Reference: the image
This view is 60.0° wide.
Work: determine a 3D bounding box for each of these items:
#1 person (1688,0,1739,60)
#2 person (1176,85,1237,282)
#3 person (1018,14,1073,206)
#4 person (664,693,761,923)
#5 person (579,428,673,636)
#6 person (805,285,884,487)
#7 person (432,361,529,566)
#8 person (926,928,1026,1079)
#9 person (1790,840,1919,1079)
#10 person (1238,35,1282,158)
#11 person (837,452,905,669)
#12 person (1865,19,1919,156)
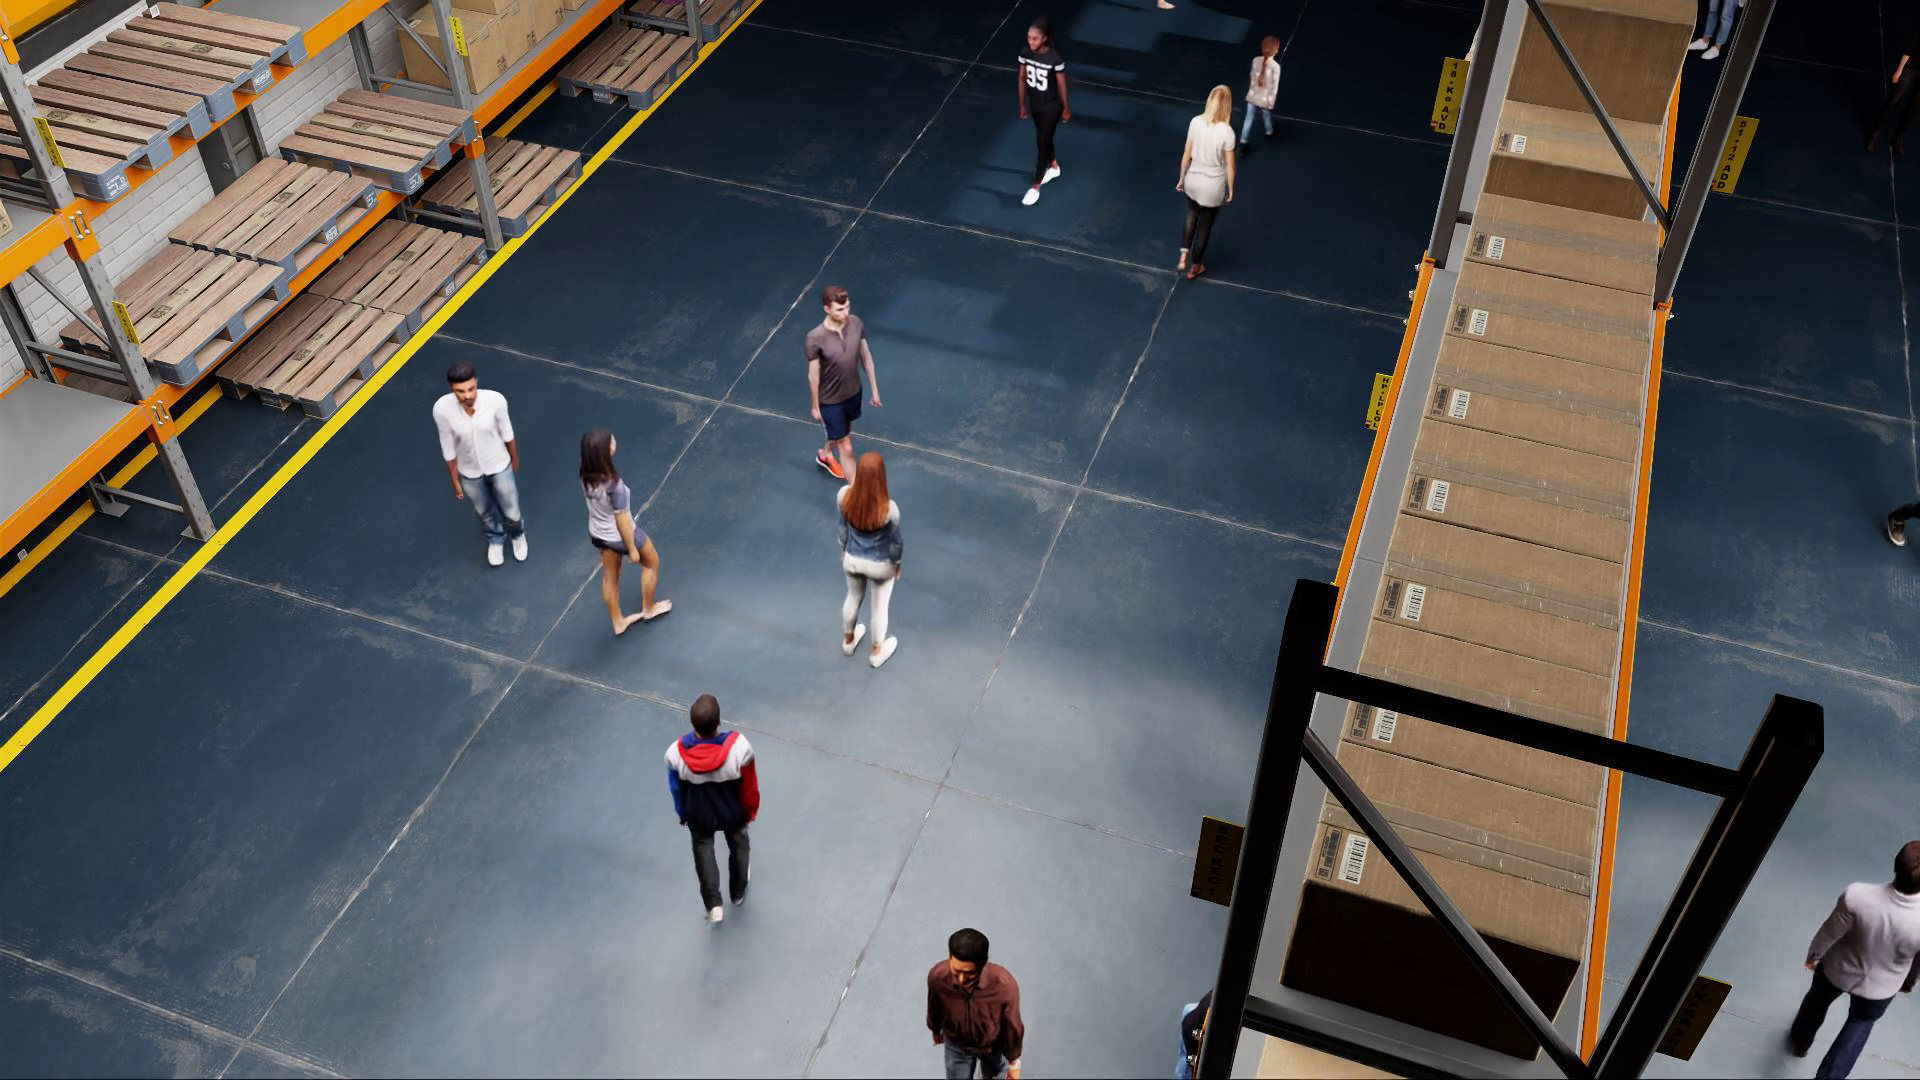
[{"bbox_3d":[7.870,-5.755,16.940,0.766,1.726,0.699,-16,46,-17],"label":"person"},{"bbox_3d":[2.011,-2.918,13.897,0.701,1.817,0.710,23,48,22],"label":"person"},{"bbox_3d":[0.809,-3.940,15.053,0.809,1.701,1.033,27,50,25],"label":"person"},{"bbox_3d":[-1.360,1.554,9.253,0.811,1.747,0.901,-3,44,-3],"label":"person"},{"bbox_3d":[-2.320,0.001,10.902,0.706,1.721,0.763,29,51,27],"label":"person"},{"bbox_3d":[-0.900,-1.076,11.965,1.134,1.814,1.059,-31,52,-28],"label":"person"},{"bbox_3d":[-3.284,-0.590,11.471,0.756,1.792,0.789,-5,44,-5],"label":"person"},{"bbox_3d":[0.101,2.431,8.332,0.831,1.747,1.168,3,44,4],"label":"person"},{"bbox_3d":[4.578,2.248,8.466,0.803,1.828,1.015,23,48,22],"label":"person"},{"bbox_3d":[2.802,-4.151,15.667,0.642,1.160,0.876,27,50,26],"label":"person"},{"bbox_3d":[-0.611,0.157,10.761,0.618,1.690,0.563,17,46,17],"label":"person"},{"bbox_3d":[8.989,-4.409,15.590,0.593,1.641,0.541,9,44,9],"label":"person"}]
